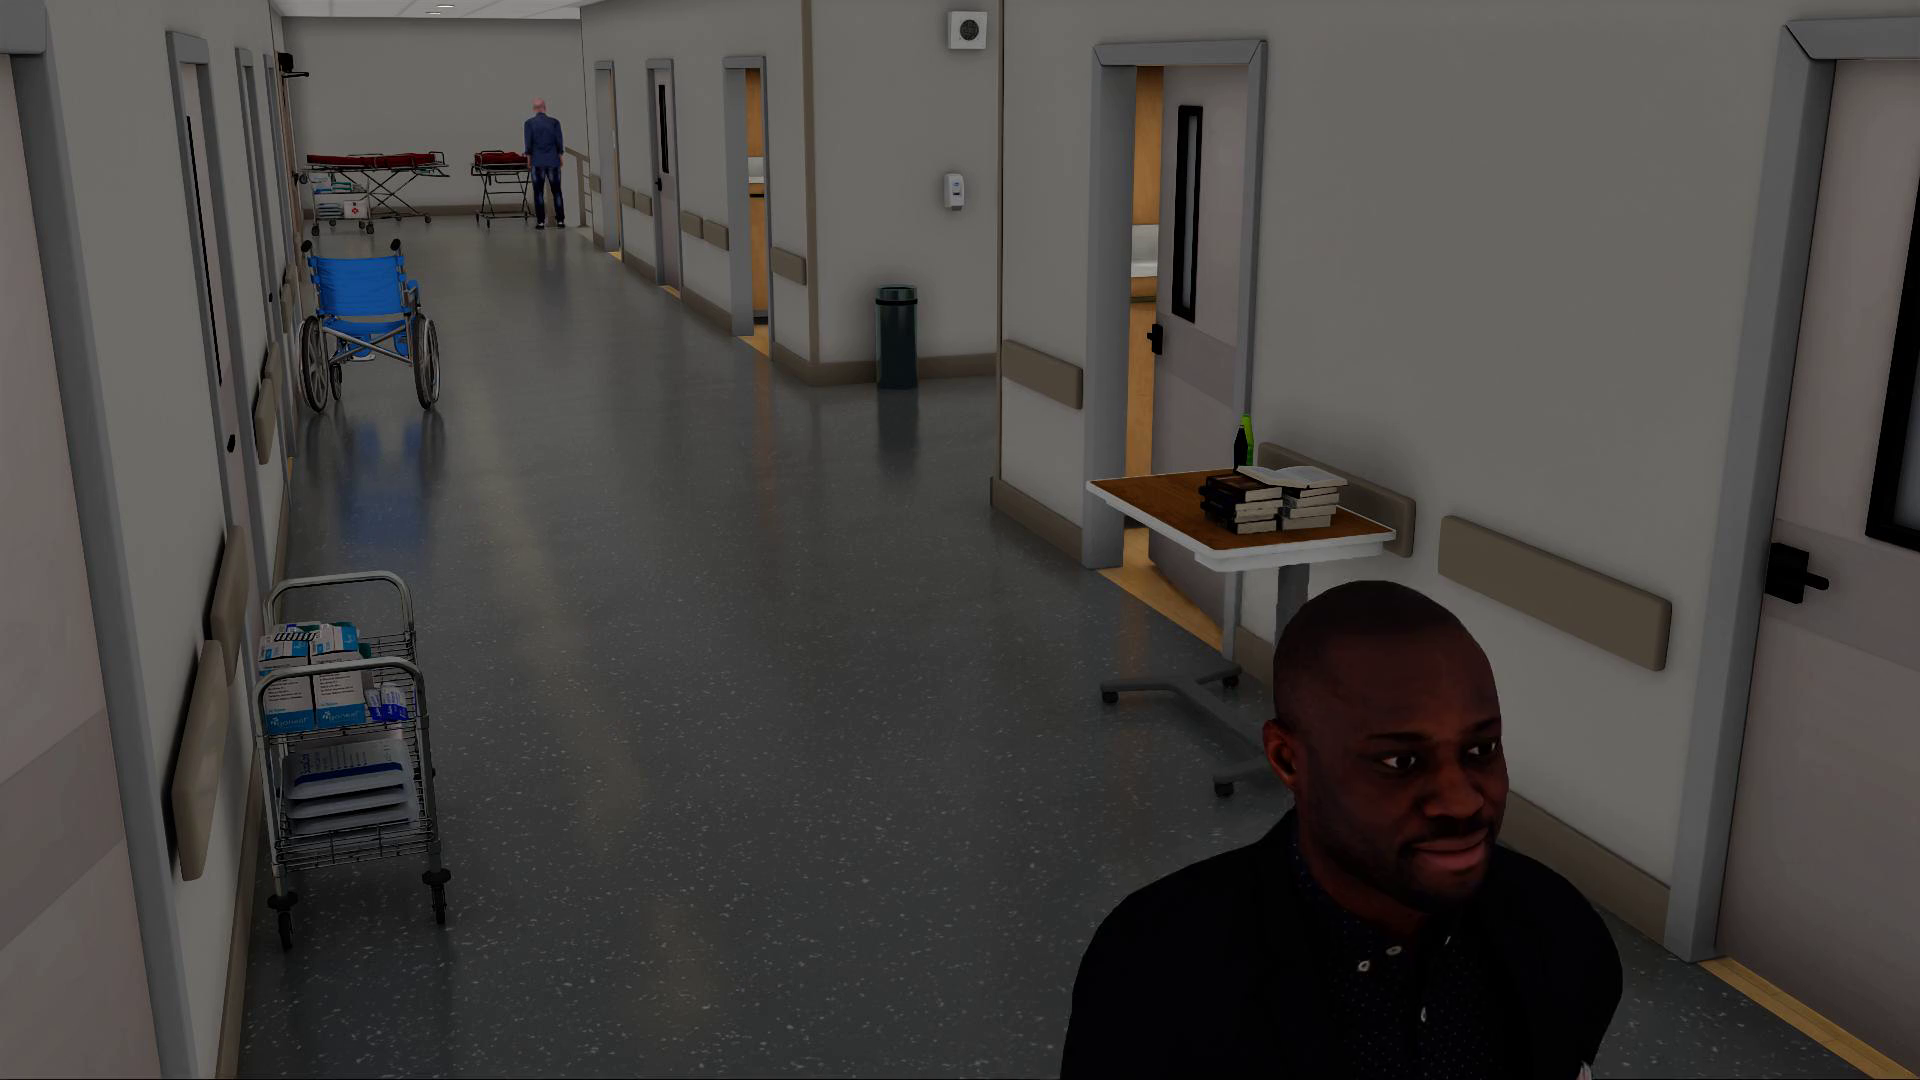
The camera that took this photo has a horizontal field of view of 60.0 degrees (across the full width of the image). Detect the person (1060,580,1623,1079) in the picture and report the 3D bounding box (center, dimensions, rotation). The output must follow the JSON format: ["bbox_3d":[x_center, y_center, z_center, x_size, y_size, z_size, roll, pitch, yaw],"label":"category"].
[{"bbox_3d":[0.303,0.890,1.597,0.703,1.809,0.671,-5,16,-16],"label":"person"}]

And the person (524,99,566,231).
[{"bbox_3d":[-5.915,-5.357,23.725,0.699,1.826,0.555,-6,17,-19],"label":"person"}]
